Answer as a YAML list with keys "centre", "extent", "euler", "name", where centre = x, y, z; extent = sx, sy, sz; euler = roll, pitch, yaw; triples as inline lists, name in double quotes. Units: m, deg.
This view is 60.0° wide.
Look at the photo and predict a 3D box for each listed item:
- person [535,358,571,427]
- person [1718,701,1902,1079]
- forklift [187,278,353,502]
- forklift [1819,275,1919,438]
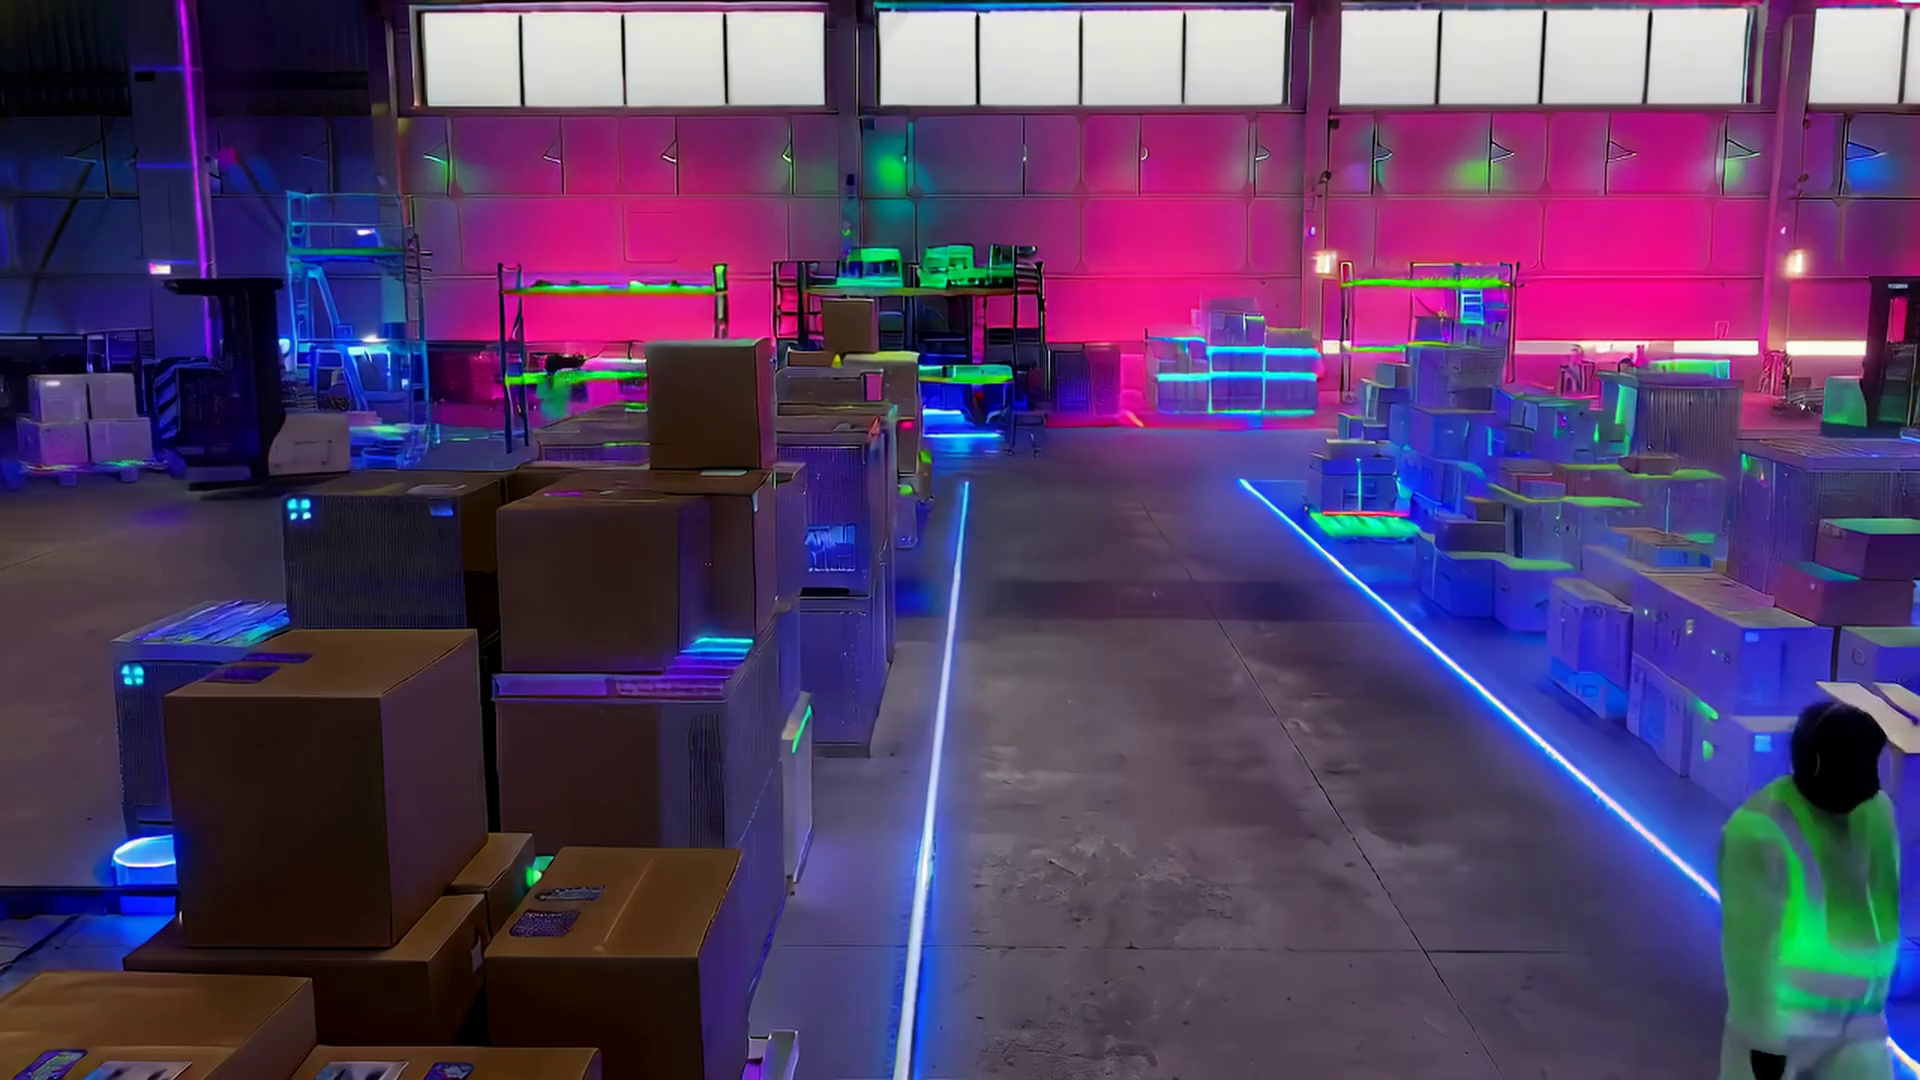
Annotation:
- centre: [-5.927, -1.859, 24.409]
  extent: [0.557, 1.667, 0.727]
  euler: [2, 10, 11]
  name: "person"
- centre: [2.482, 1.360, 4.694]
  extent: [0.661, 1.804, 0.887]
  euler: [-4, 10, -23]
  name: "person"
- centre: [-9.030, -1.997, 21.599]
  extent: [1.873, 2.768, 1.129]
  euler: [-6, 11, -33]
  name: "forklift"
- centre: [15.540, -3.024, 27.749]
  extent: [1.129, 2.768, 1.873]
  euler: [-2, 10, -14]
  name: "forklift"
